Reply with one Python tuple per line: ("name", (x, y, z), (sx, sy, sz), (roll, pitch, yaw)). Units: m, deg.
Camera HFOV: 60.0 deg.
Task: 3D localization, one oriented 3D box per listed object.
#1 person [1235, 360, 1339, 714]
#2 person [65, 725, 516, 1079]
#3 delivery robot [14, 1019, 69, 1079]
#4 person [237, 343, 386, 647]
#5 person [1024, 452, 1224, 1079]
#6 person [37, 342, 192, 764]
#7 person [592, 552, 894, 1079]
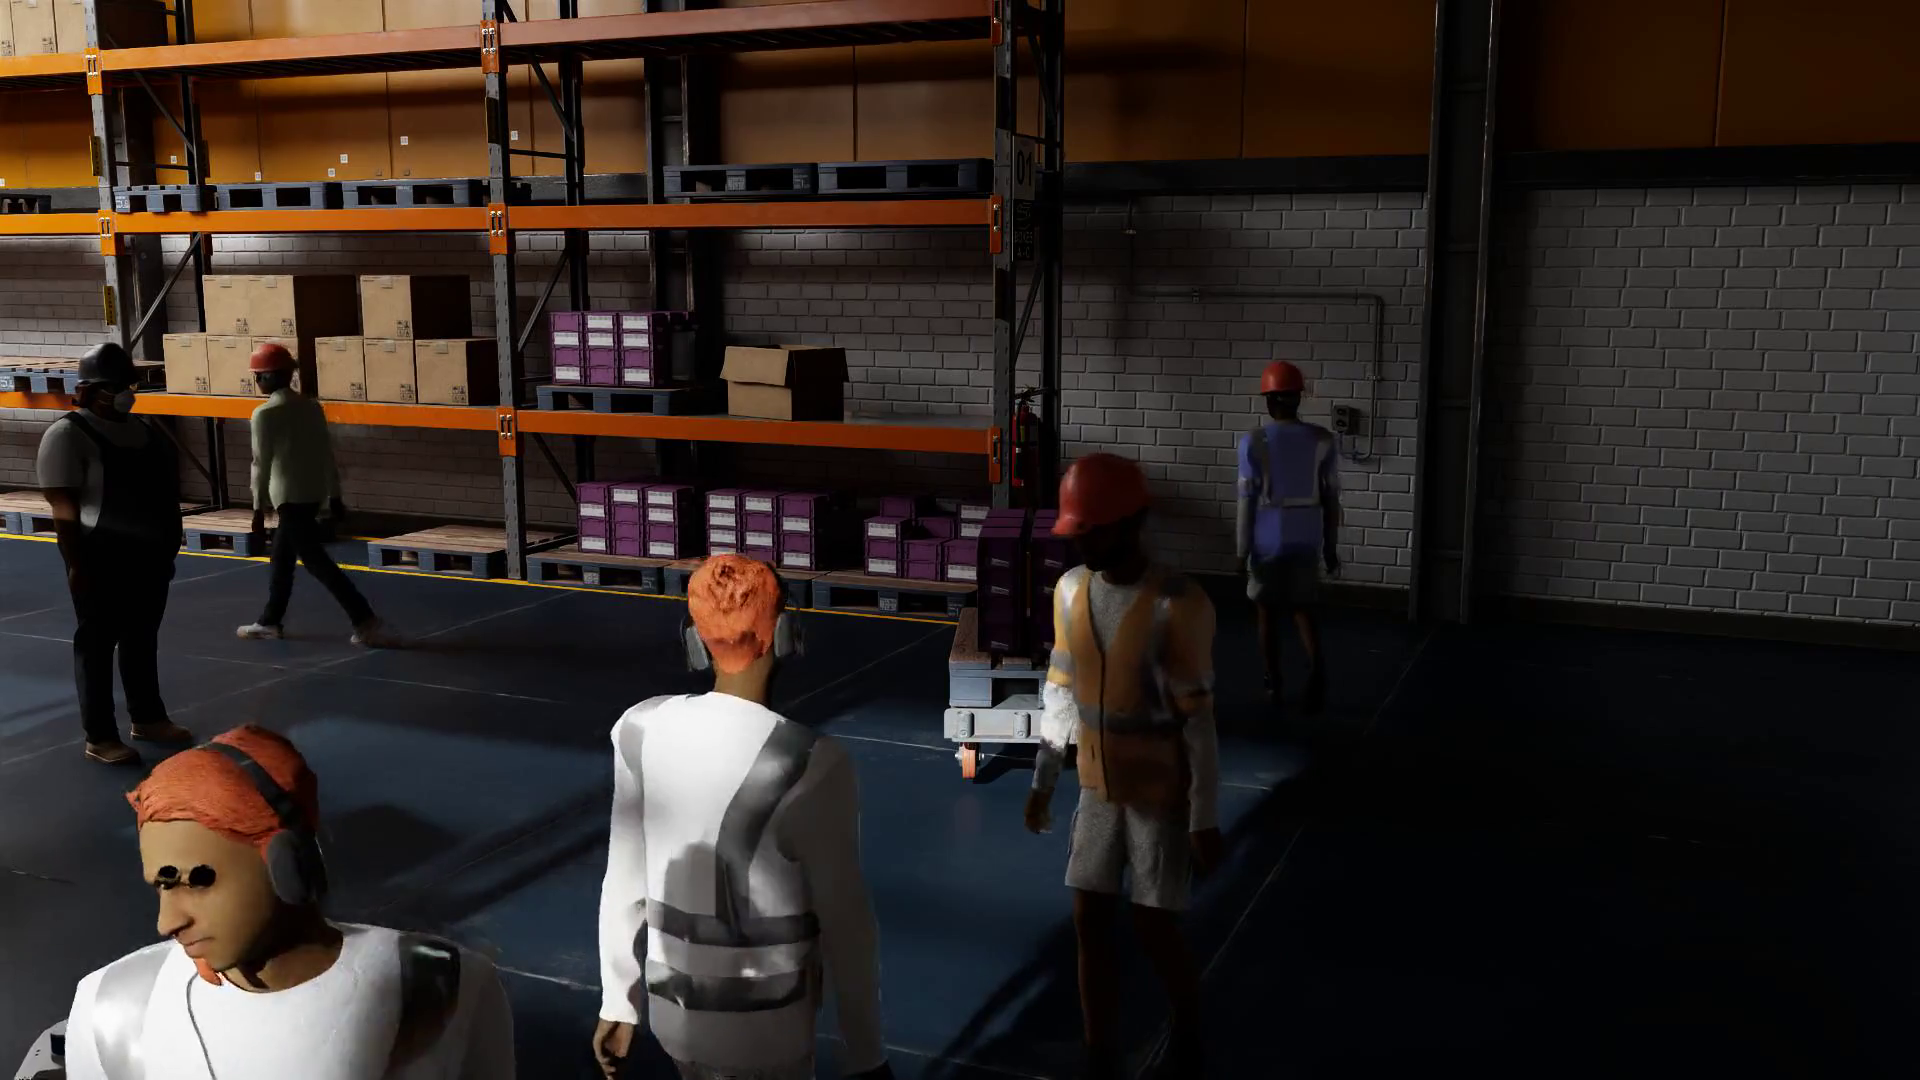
("person", (1.754, 0.010, 8.823), (0.560, 1.910, 0.701), (-1, 10, -7))
("person", (-0.862, 1.153, 2.160), (0.569, 1.835, 0.961), (0, 9, 1))
("delivery robot", (-2.170, 1.424, 4.106), (0.477, 0.478, 0.707), (-3, 10, -16))
("person", (-4.121, -0.272, 10.457), (1.080, 1.935, 0.630), (2, 10, 10))
("person", (0.452, 0.699, 4.675), (0.632, 1.912, 0.584), (9, 13, 43))
("person", (-4.085, 0.052, 8.164), (0.535, 2.000, 0.674), (2, 10, 13))
("person", (-0.475, 0.957, 3.265), (0.532, 1.869, 0.568), (-9, 13, -42))
